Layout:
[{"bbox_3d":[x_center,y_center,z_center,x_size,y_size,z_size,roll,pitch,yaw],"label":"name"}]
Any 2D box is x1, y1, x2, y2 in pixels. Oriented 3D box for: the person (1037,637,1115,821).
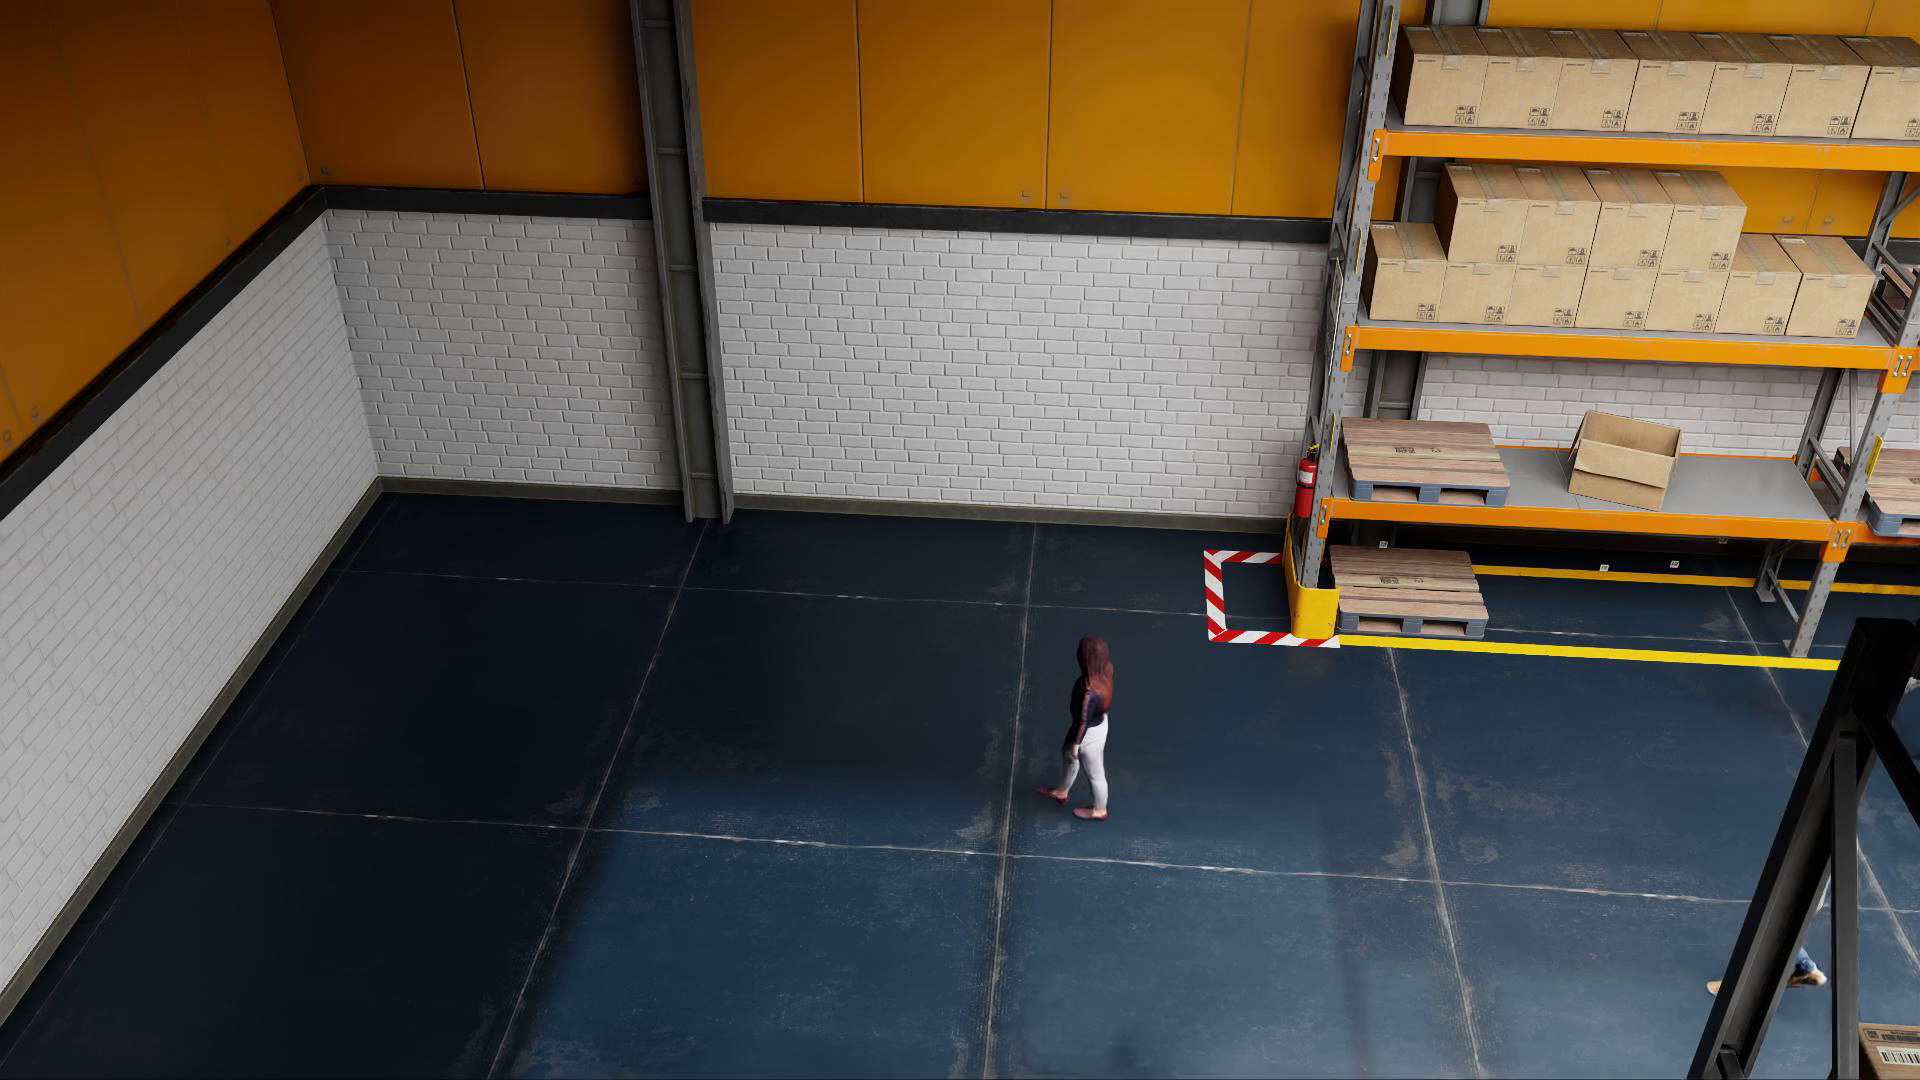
[{"bbox_3d":[0.959,1.341,11.539,0.825,1.593,0.690,9,35,13],"label":"person"}]
